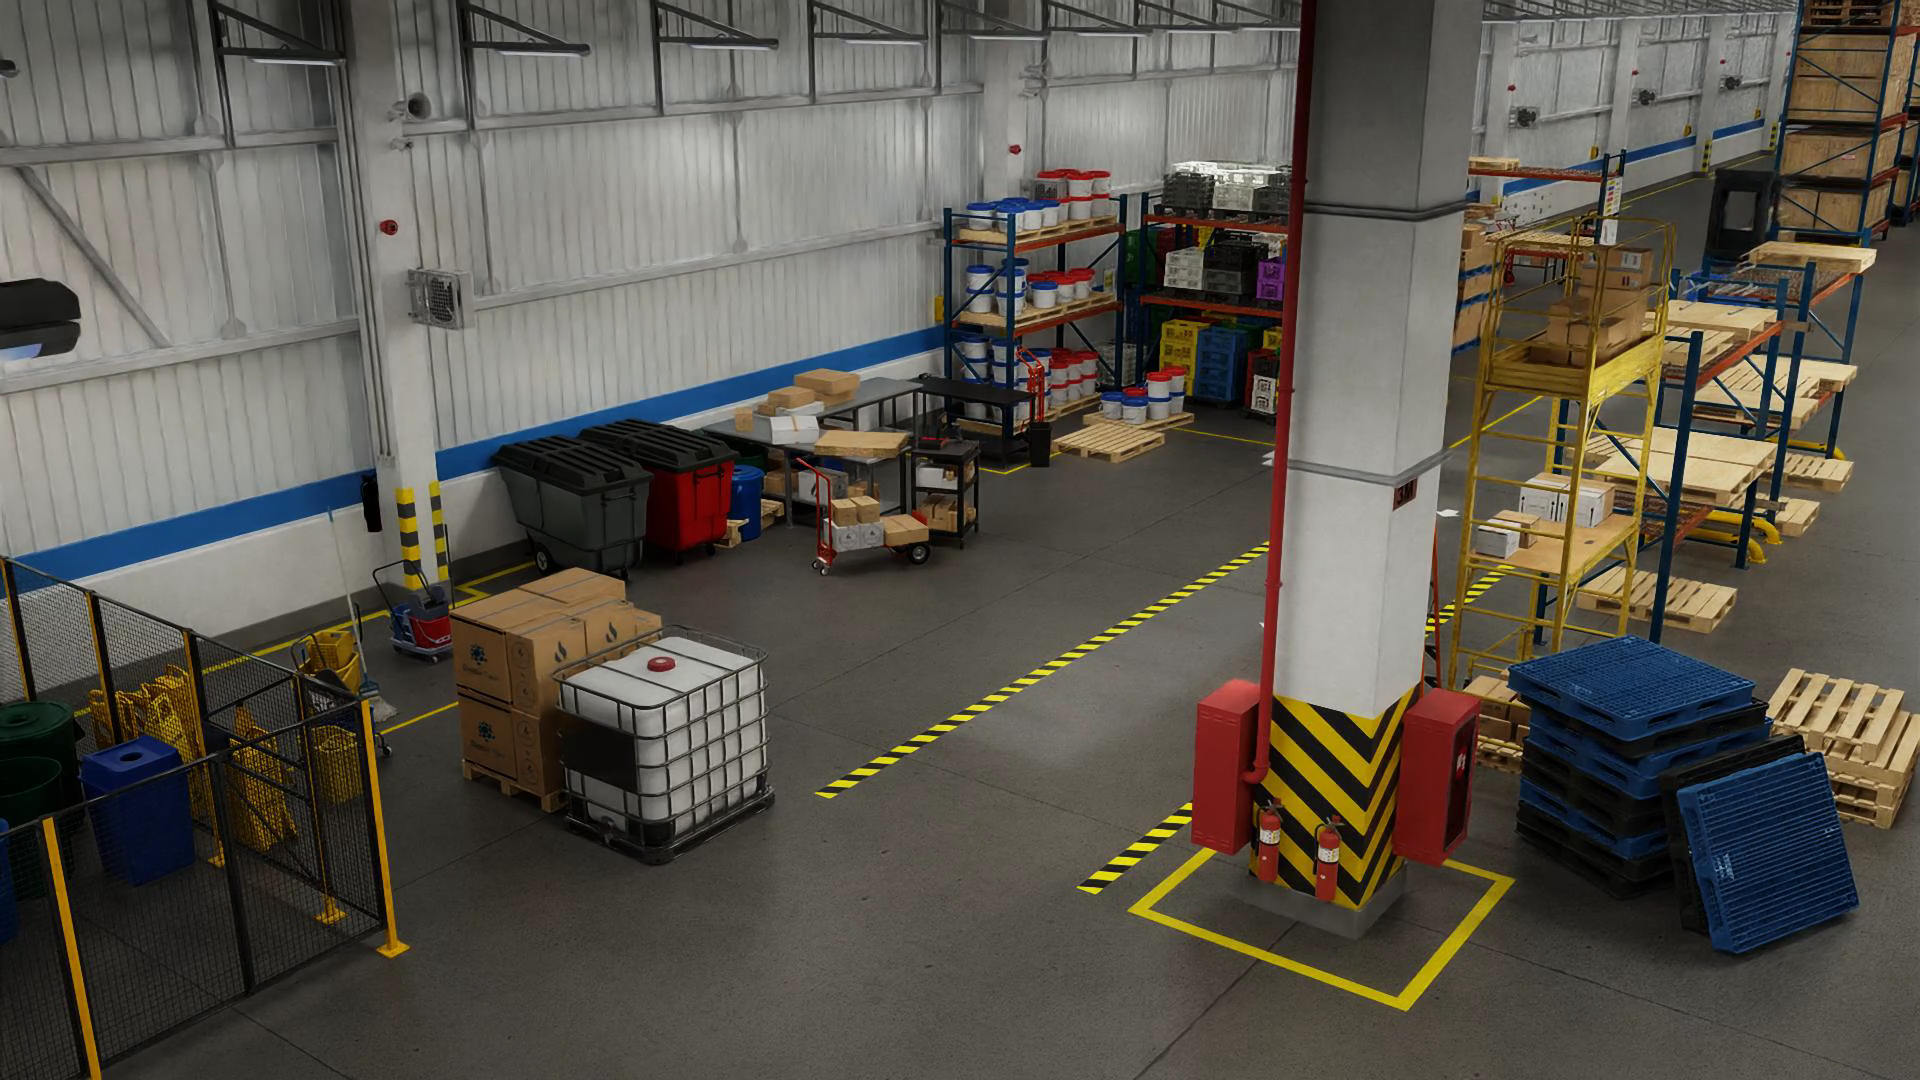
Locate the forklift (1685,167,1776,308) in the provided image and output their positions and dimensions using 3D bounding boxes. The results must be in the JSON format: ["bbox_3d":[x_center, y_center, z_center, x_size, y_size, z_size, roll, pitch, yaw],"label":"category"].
[{"bbox_3d":[13.644,-5.123,29.299,1.129,2.768,1.873,13,22,34],"label":"forklift"}]
